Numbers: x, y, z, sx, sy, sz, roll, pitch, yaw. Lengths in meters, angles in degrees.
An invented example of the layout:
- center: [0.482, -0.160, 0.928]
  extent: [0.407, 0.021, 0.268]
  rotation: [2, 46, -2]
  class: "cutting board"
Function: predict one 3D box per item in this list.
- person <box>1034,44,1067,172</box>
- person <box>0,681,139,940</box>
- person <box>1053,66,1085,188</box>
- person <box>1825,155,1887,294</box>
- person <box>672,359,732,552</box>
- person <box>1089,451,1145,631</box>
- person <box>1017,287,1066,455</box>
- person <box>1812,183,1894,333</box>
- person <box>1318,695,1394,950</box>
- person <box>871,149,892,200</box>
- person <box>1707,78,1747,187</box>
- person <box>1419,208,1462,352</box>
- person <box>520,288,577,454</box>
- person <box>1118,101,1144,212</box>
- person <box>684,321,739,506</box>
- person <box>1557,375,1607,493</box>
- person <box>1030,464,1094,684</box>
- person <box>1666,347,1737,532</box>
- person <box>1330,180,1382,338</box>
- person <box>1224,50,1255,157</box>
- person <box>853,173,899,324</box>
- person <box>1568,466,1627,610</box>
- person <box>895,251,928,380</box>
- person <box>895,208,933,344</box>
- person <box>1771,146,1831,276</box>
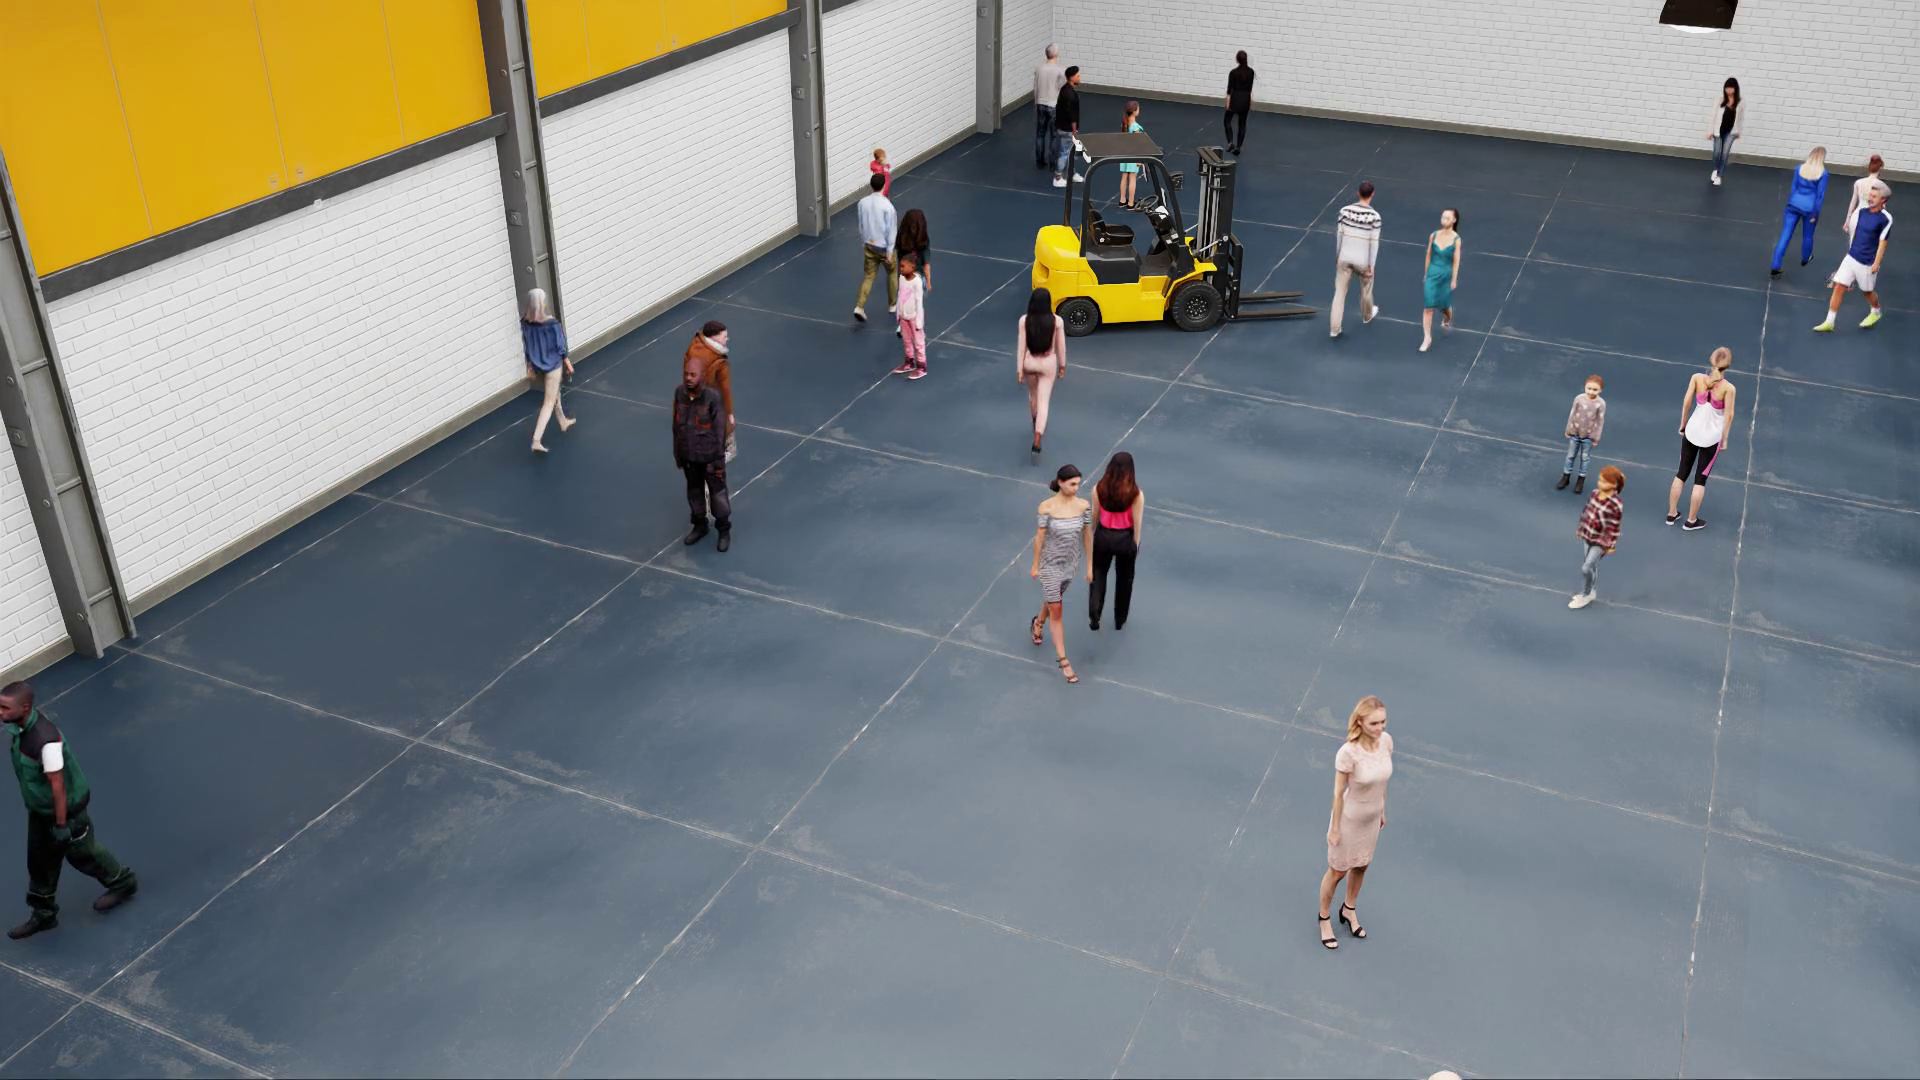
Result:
- center: [1.387, -6.681, 25.680]
  extent: [0.763, 1.911, 0.667]
  rotation: [17, 33, 28]
  class: "person"
- center: [-5.636, 1.649, 10.517]
  extent: [0.891, 1.810, 1.119]
  rotation: [23, 36, 36]
  class: "person"
- center: [1.527, -6.179, 24.885]
  extent: [0.924, 1.792, 0.852]
  rotation: [0, 29, -1]
  class: "person"
- center: [11.174, -3.877, 20.679]
  extent: [1.005, 1.778, 0.874]
  rotation: [-17, 33, -28]
  class: "person"
- center: [-2.311, -0.797, 14.989]
  extent: [0.705, 1.820, 0.615]
  rotation: [10, 30, 17]
  class: "person"
- center: [1.257, 0.063, 13.591]
  extent: [0.647, 1.649, 0.826]
  rotation: [8, 30, 14]
  class: "person"
- center: [0.798, -1.661, 16.721]
  extent: [0.877, 1.678, 1.242]
  rotation: [4, 29, 8]
  class: "person"
- center: [10.716, -3.303, 19.603]
  extent: [1.213, 1.800, 1.136]
  rotation: [-11, 31, -20]
  class: "person"
- center: [2.457, 1.738, 10.332]
  extent: [0.626, 1.830, 0.709]
  rotation: [-13, 31, -23]
  class: "person"
- center: [-1.088, -4.737, 22.765]
  extent: [0.780, 1.291, 0.487]
  rotation: [2, 29, 3]
  class: "person"
- center: [11.555, -6.175, 25.080]
  extent: [0.625, 1.599, 0.904]
  rotation: [9, 30, 17]
  class: "person"
- center: [5.578, -3.021, 19.225]
  extent: [0.667, 1.667, 0.935]
  rotation: [20, 34, 32]
  class: "person"
- center: [-4.203, -1.679, 16.777]
  extent: [0.594, 1.656, 1.129]
  rotation: [13, 31, 22]
  class: "person"
- center: [2.461, -5.555, 23.986]
  extent: [0.679, 1.558, 0.644]
  rotation: [-18, 33, -29]
  class: "person"
- center: [-2.359, -1.164, 15.667]
  extent: [0.823, 1.816, 0.946]
  rotation: [16, 32, 27]
  class: "person"
- center: [6.045, -1.051, 16.108]
  extent: [0.511, 1.194, 0.510]
  rotation: [19, 34, 30]
  class: "person"
- center: [0.757, 0.188, 13.243]
  extent: [1.094, 1.763, 1.156]
  rotation: [-9, 30, -16]
  class: "person"
- center: [6.815, -0.937, 15.283]
  extent: [0.654, 1.785, 0.681]
  rotation: [-23, 36, -35]
  class: "person"
- center: [4.592, -3.243, 19.479]
  extent: [0.744, 1.815, 1.162]
  rotation: [16, 32, 26]
  class: "person"
- center: [4.445, -6.869, 26.300]
  extent: [0.706, 1.649, 0.745]
  rotation: [-6, 29, -10]
  class: "person"
- center: [-1.018, -3.458, 19.916]
  extent: [0.762, 1.773, 1.210]
  rotation: [15, 32, 26]
  class: "person"
- center: [5.482, -0.043, 14.150]
  extent: [0.742, 1.300, 0.682]
  rotation: [-9, 30, -17]
  class: "person"
- center: [-0.531, -2.525, 18.552]
  extent: [0.621, 1.441, 0.613]
  rotation: [-22, 36, -35]
  class: "person"
- center: [-0.563, -3.019, 19.289]
  extent: [0.608, 1.603, 0.721]
  rotation: [15, 32, 25]
  class: "person"
- center: [10.768, -4.184, 21.372]
  extent: [0.881, 1.654, 1.220]
  rotation: [25, 37, 38]
  class: "person"
